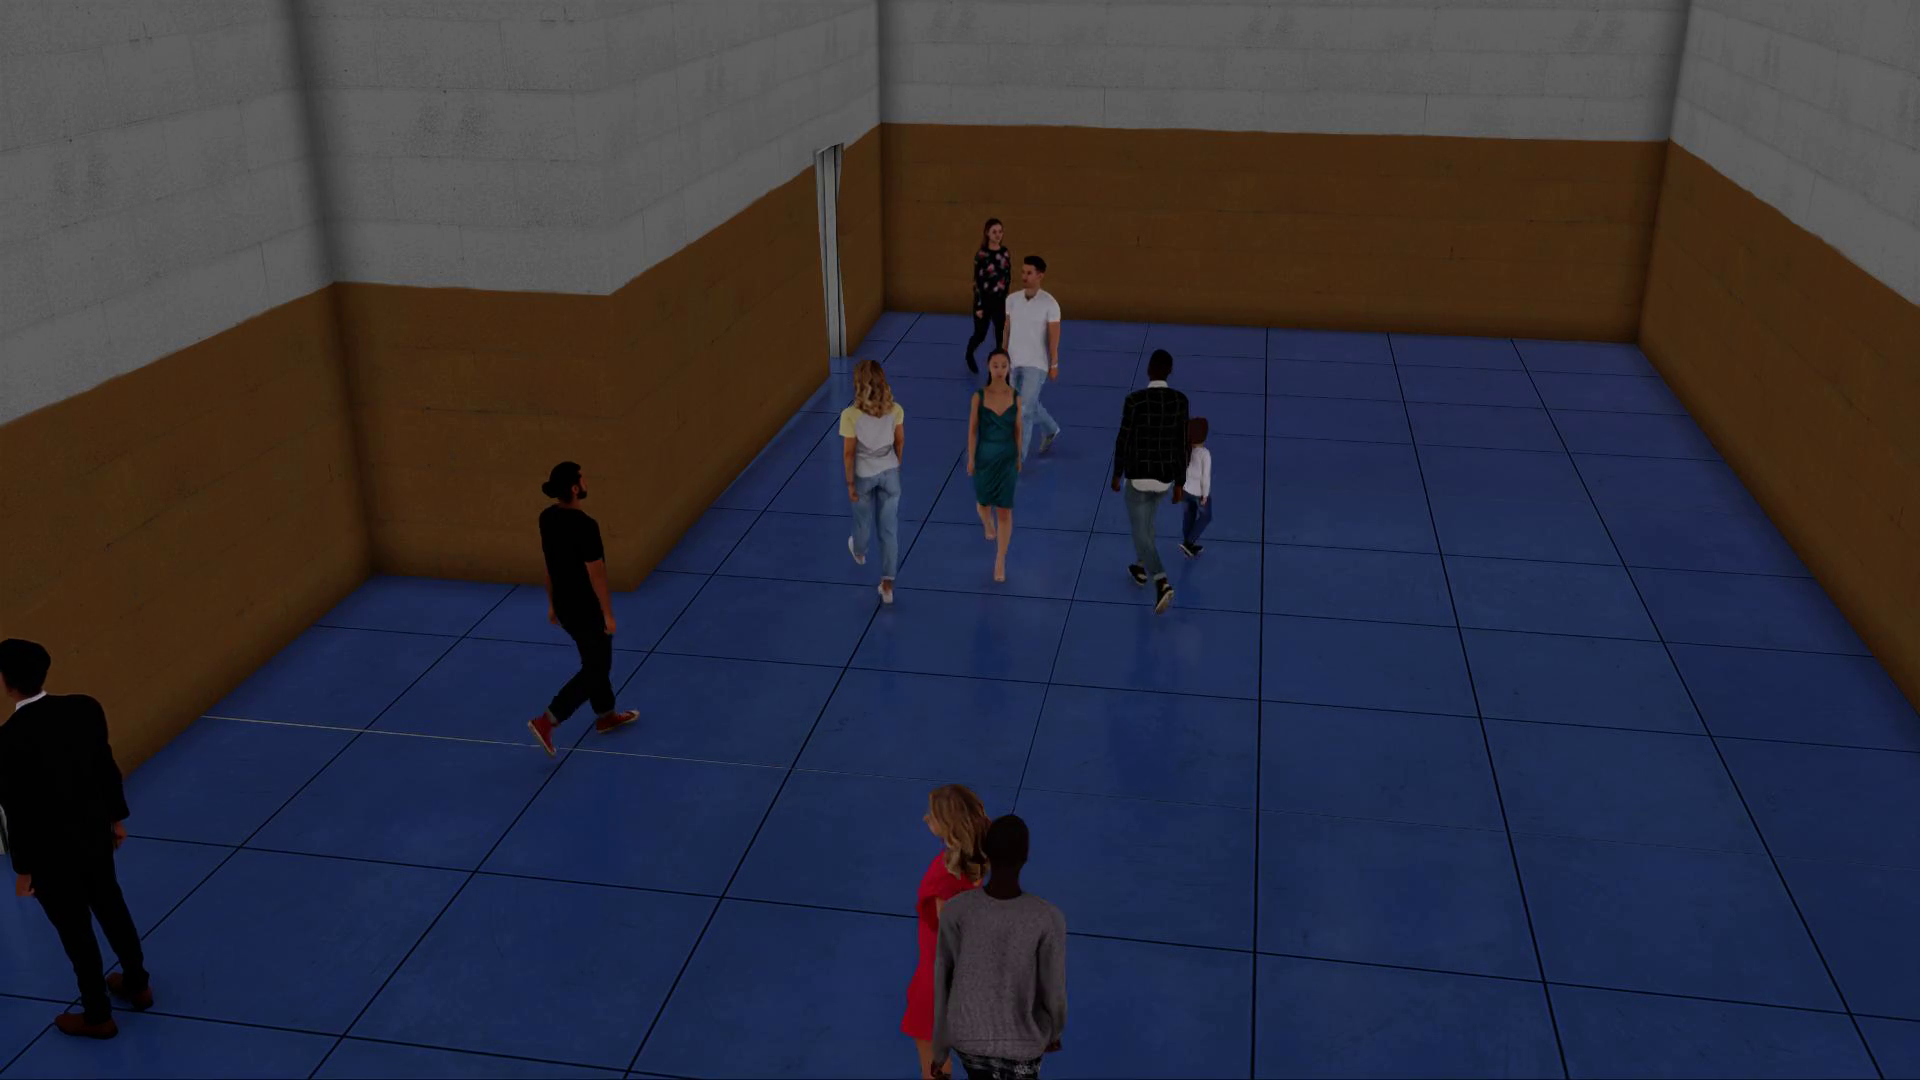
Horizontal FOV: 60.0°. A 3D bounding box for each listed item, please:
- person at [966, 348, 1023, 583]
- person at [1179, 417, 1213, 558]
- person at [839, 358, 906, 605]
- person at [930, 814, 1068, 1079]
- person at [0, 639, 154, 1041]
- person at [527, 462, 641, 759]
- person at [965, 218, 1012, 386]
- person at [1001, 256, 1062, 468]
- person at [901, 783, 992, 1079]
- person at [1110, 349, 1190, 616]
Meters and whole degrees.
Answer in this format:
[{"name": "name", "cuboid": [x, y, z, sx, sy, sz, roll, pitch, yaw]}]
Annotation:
[{"name": "person", "cuboid": [0.242, -0.571, 12.108, 1.013, 1.654, 0.752, 0, 22, -1]}, {"name": "person", "cuboid": [1.718, -0.378, 12.365, 0.594, 1.104, 0.640, 20, 29, 41]}, {"name": "person", "cuboid": [-0.556, -0.367, 11.578, 1.205, 1.656, 1.046, -6, 23, -15]}, {"name": "person", "cuboid": [0.110, 1.871, 5.947, 1.162, 1.715, 0.755, 5, 23, 13]}, {"name": "person", "cuboid": [-3.845, 1.288, 7.179, 0.622, 1.878, 0.745, 8, 23, 19]}, {"name": "person", "cuboid": [-2.223, 0.420, 9.526, 1.077, 1.740, 1.056, 19, 29, 40]}, {"name": "person", "cuboid": [0.268, -2.379, 16.601, 1.033, 1.658, 1.021, -10, 24, -24]}, {"name": "person", "cuboid": [0.629, -1.520, 14.232, 1.230, 1.832, 1.159, 19, 29, 40]}, {"name": "person", "cuboid": [0.037, 1.691, 6.413, 0.888, 1.703, 0.711, 10, 24, 24]}, {"name": "person", "cuboid": [1.338, -0.381, 11.464, 1.216, 1.781, 1.087, -7, 23, -17]}]
